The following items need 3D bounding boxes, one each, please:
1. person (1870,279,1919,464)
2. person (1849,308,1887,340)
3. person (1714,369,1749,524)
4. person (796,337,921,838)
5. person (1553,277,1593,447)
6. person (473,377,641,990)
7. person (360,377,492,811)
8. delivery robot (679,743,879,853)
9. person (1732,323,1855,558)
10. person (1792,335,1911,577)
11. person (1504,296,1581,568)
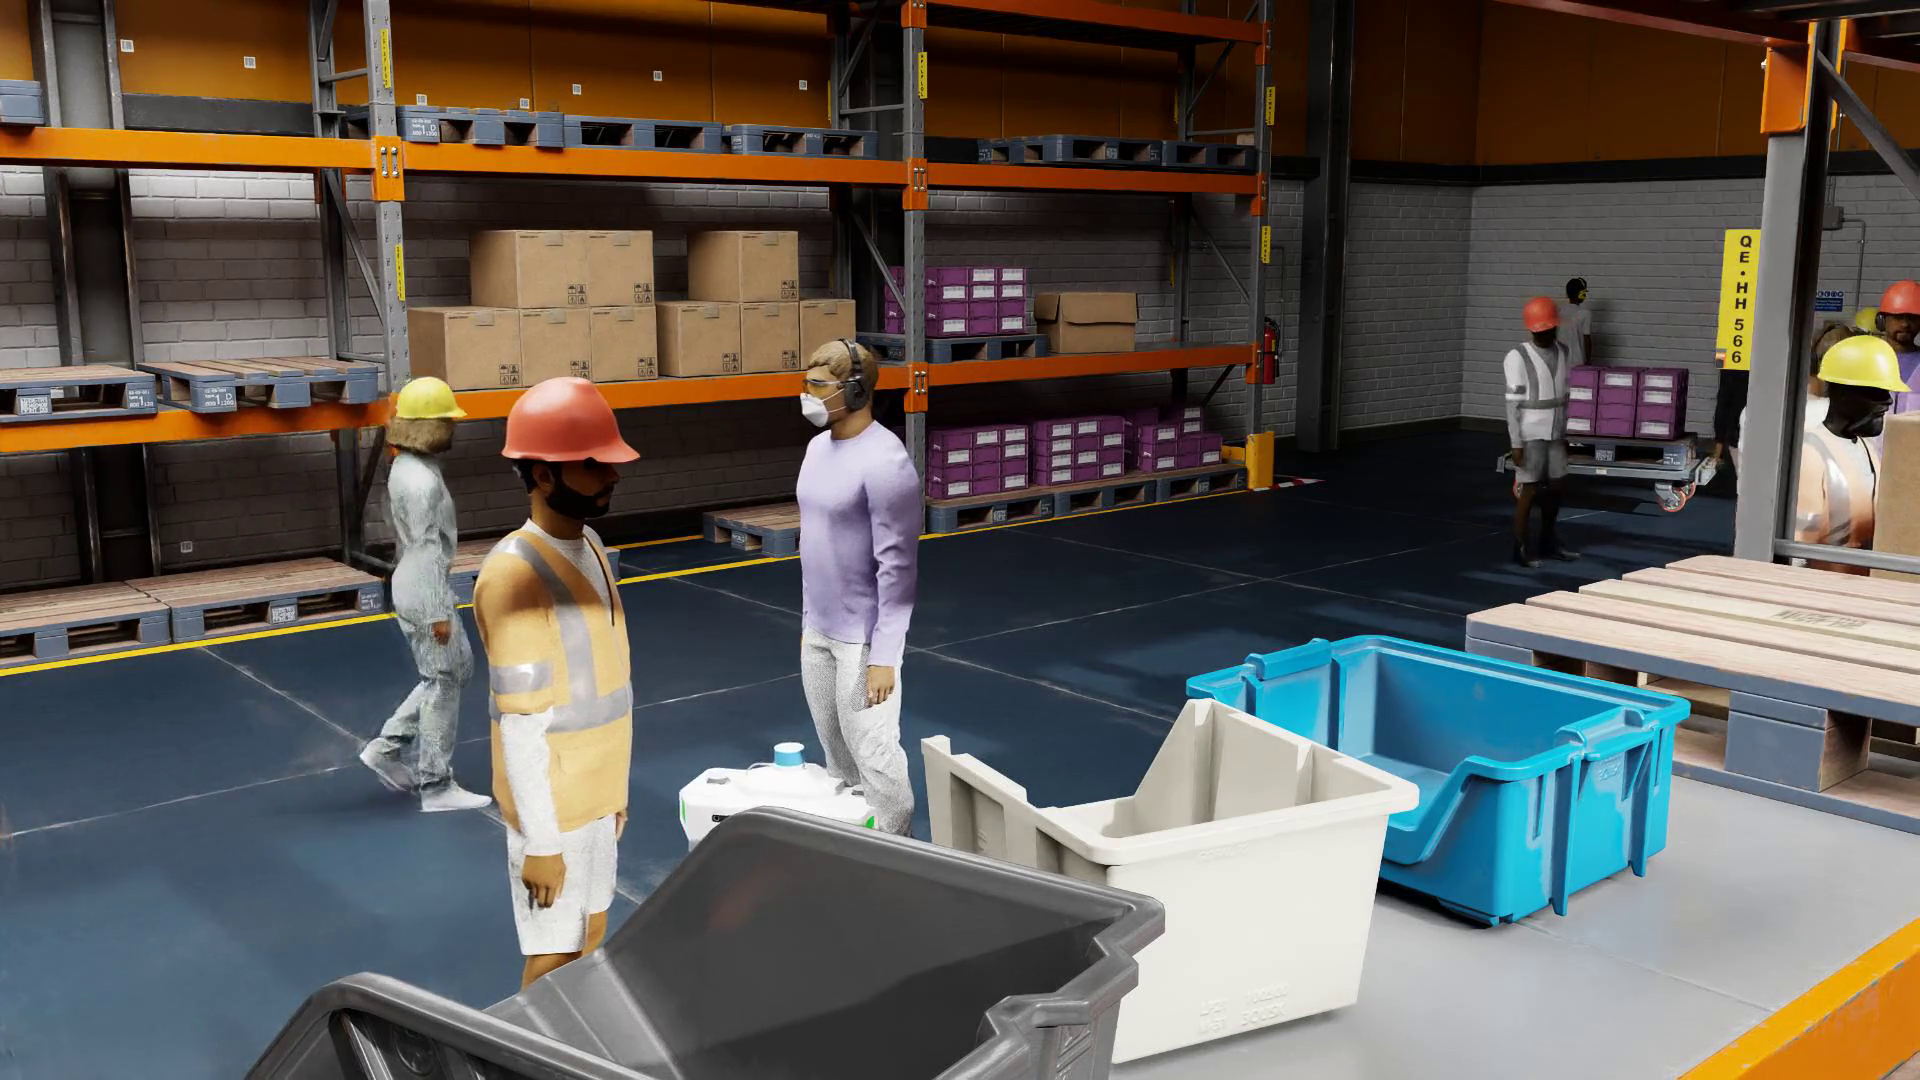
[{"bbox_3d":[4.969,-0.365,8.918,0.607,2.047,0.366,4,11,22],"label":"person"},{"bbox_3d":[6.269,-0.713,11.592,0.888,1.782,0.588,-6,12,-32],"label":"person"},{"bbox_3d":[5.206,-0.659,10.800,0.624,1.971,0.794,8,13,39],"label":"person"},{"bbox_3d":[-0.355,0.316,5.409,0.372,1.940,0.630,-6,12,-31],"label":"person"},{"bbox_3d":[6.576,-1.884,17.920,0.327,1.871,0.514,-8,13,-37],"label":"person"},{"bbox_3d":[-0.893,0.590,3.875,0.357,1.937,0.551,1,10,4],"label":"person"},{"bbox_3d":[-2.090,0.225,6.505,0.415,1.727,0.498,-4,11,-21],"label":"person"},{"bbox_3d":[-0.573,0.927,5.598,0.707,0.478,0.477,3,10,14],"label":"delivery robot"},{"bbox_3d":[3.675,-0.009,7.399,0.802,1.894,0.556,-2,10,-12],"label":"person"},{"bbox_3d":[3.102,0.231,5.942,0.590,1.919,0.392,-9,13,-41],"label":"person"},{"bbox_3d":[4.009,-0.729,11.415,0.679,1.886,0.431,-5,11,-28],"label":"person"}]
